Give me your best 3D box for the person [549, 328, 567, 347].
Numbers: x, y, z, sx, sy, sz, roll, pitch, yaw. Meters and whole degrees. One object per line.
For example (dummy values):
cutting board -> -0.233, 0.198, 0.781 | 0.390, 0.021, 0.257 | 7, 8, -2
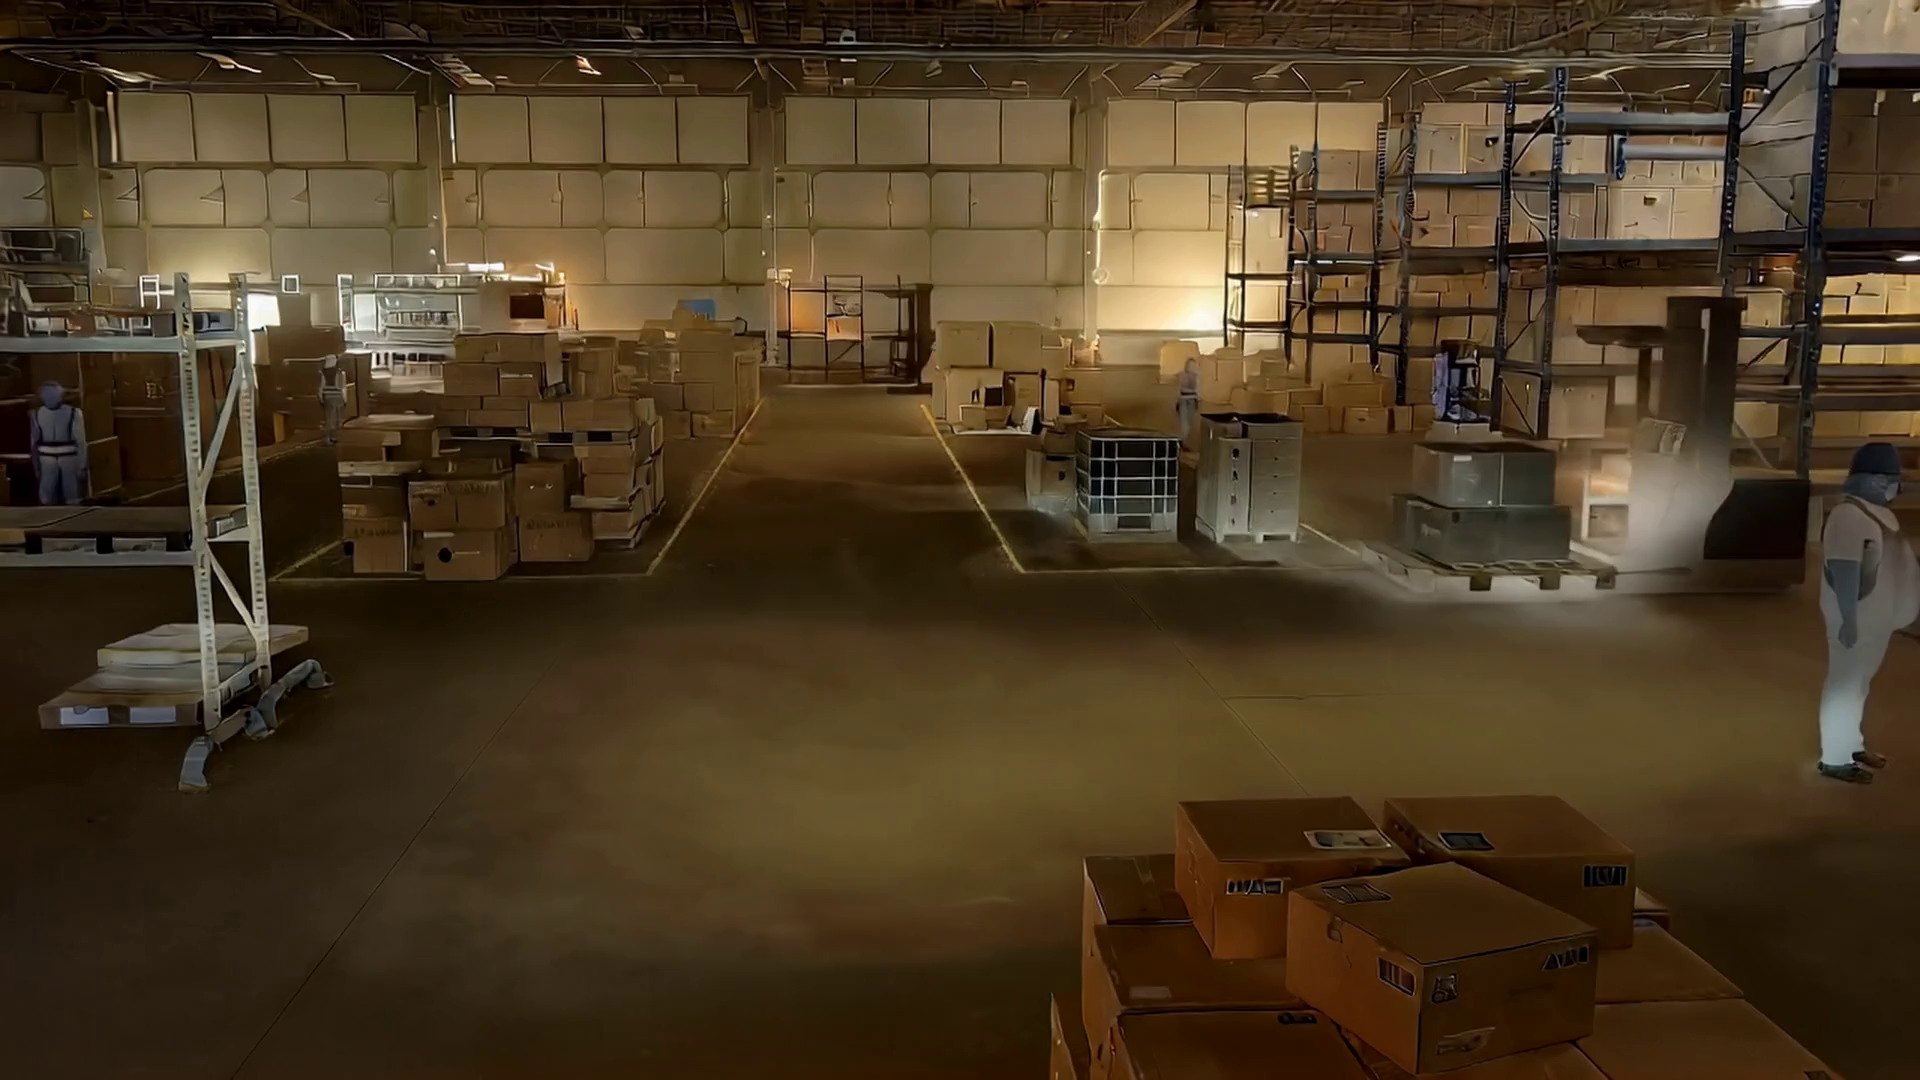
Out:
person -> -8.422, -3.441, 34.588 | 0.636, 1.937, 0.358 | 1, 9, 6

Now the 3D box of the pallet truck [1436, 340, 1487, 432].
pallet truck -> 8.004, -2.170, 26.422 | 0.823, 1.965, 1.885 | 2, 9, 14

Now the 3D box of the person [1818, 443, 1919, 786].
person -> 5.455, 0.428, 9.971 | 0.539, 2.000, 0.689 | 8, 12, 40

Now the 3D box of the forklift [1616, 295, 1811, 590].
forklift -> 7.187, -0.984, 16.208 | 1.873, 2.768, 1.129 | -1, 9, -4

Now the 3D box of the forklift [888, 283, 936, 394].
forklift -> -0.890, -5.103, 42.070 | 1.873, 2.768, 1.129 | -1, 9, -4

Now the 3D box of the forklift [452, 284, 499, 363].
forklift -> -10.317, -4.215, 36.494 | 1.873, 2.768, 1.129 | -1, 9, -4

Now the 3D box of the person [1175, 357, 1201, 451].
person -> 3.936, -2.352, 28.719 | 0.514, 1.631, 0.373 | -3, 9, -15

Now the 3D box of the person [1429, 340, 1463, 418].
person -> 8.933, -2.767, 30.655 | 0.621, 1.845, 0.429 | -3, 10, -18

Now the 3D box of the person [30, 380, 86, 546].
person -> -10.016, -0.839, 18.484 | 0.580, 1.865, 0.590 | -2, 9, -12

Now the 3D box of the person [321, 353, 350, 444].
person -> -11.214, -2.540, 29.870 | 0.561, 1.629, 0.352 | 2, 9, 14
